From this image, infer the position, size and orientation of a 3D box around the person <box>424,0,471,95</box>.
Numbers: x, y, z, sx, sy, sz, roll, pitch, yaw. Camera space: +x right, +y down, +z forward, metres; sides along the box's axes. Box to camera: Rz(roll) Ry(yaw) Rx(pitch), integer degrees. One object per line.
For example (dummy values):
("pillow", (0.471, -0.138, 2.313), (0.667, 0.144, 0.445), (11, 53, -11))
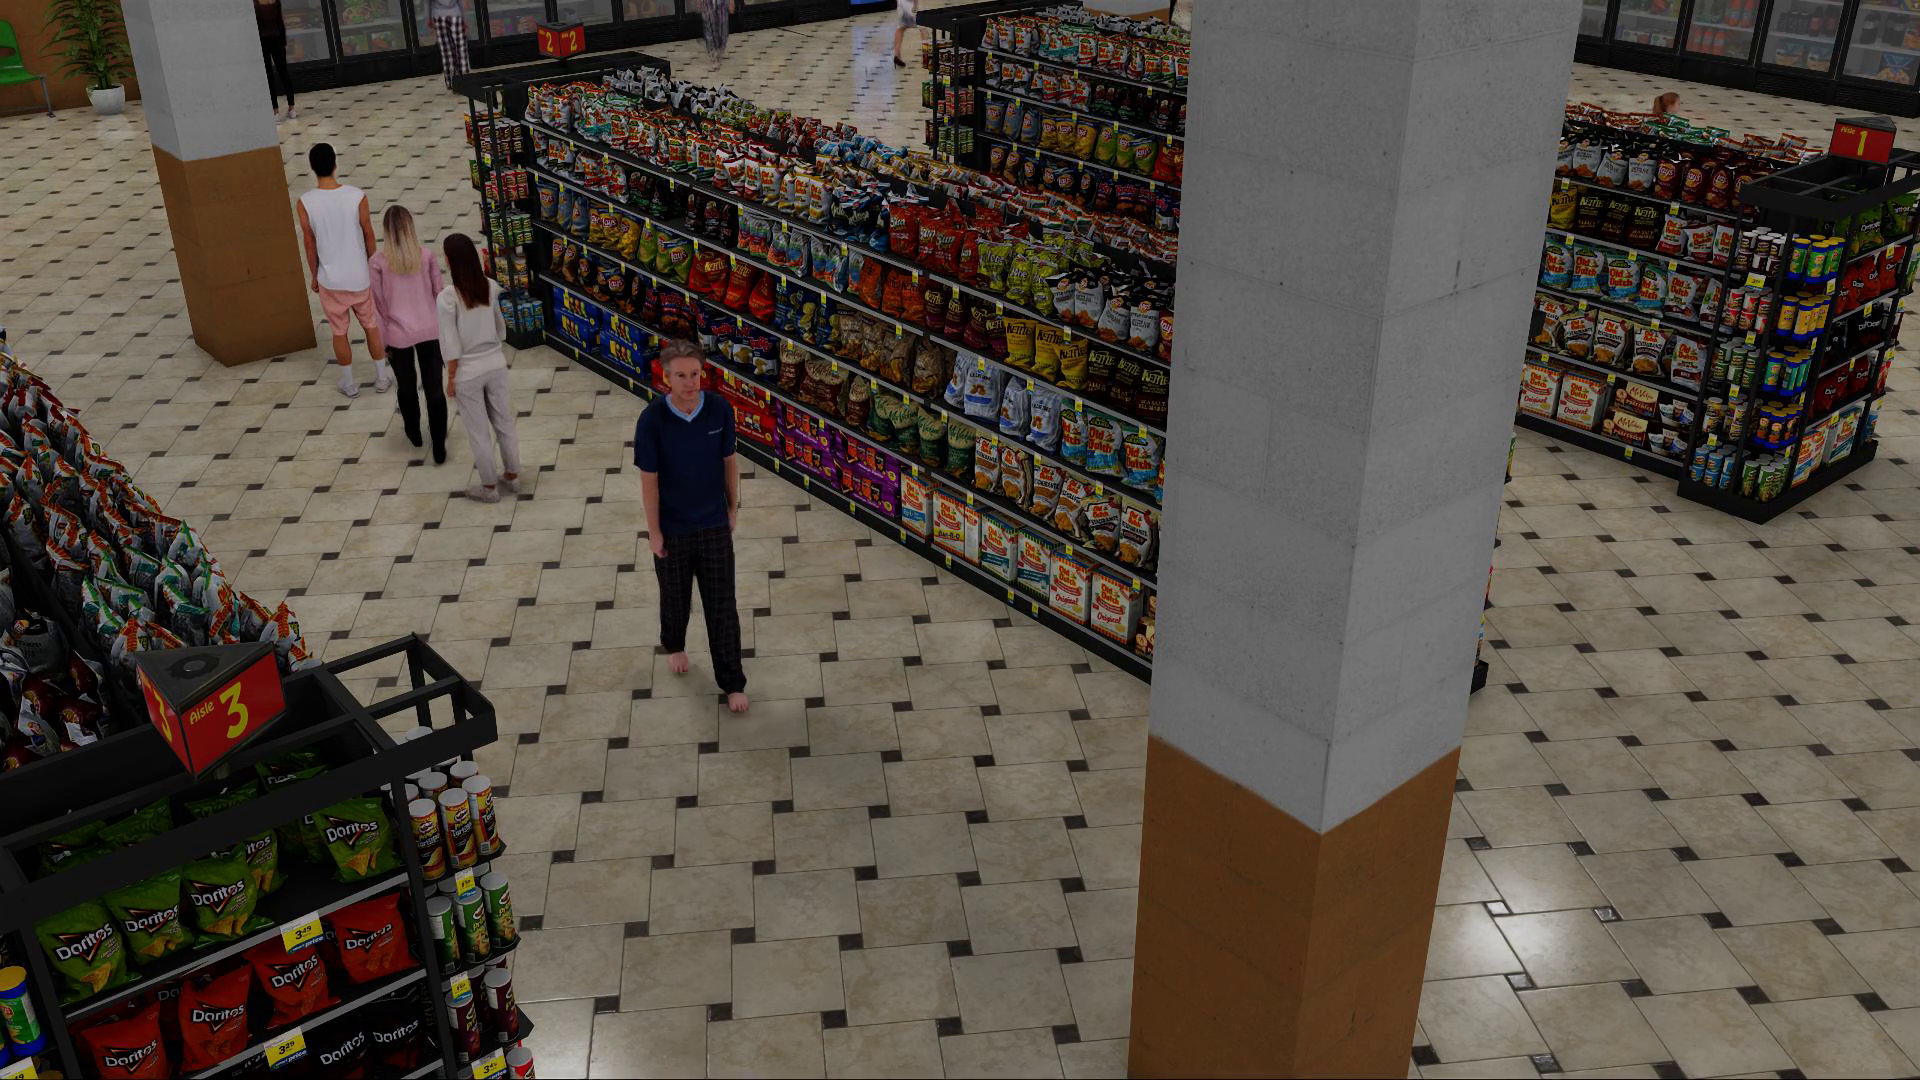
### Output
("person", (-6.374, -6.460, 20.671), (0.933, 1.816, 1.106), (-5, 27, -10))

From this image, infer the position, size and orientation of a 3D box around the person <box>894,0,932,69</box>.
("person", (-0.732, -7.173, 22.191), (0.985, 1.715, 0.751), (21, 34, 36))

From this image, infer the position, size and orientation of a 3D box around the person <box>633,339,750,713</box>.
("person", (-1.342, -0.114, 8.117), (0.876, 1.854, 1.067), (-11, 29, -20))

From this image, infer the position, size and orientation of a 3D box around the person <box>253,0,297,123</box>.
("person", (-8.079, -5.774, 19.456), (0.542, 1.692, 0.633), (21, 34, 35))

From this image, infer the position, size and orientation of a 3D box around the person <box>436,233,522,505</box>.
("person", (-2.936, -1.044, 10.133), (0.604, 1.689, 0.651), (18, 32, 32))

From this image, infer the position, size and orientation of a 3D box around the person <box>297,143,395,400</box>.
("person", (-4.320, -1.871, 11.653), (0.697, 1.788, 0.671), (-11, 29, -21))

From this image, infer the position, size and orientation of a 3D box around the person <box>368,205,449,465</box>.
("person", (-3.476, -1.288, 10.628), (0.769, 1.675, 0.939), (-11, 29, -21))

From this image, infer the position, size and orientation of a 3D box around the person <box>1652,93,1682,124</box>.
("person", (6.409, -3.489, 15.443), (0.960, 1.246, 0.827), (6, 28, 12))

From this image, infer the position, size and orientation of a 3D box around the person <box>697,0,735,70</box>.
("person", (-3.311, -7.179, 22.292), (1.010, 1.634, 1.180), (-4, 27, -8))
